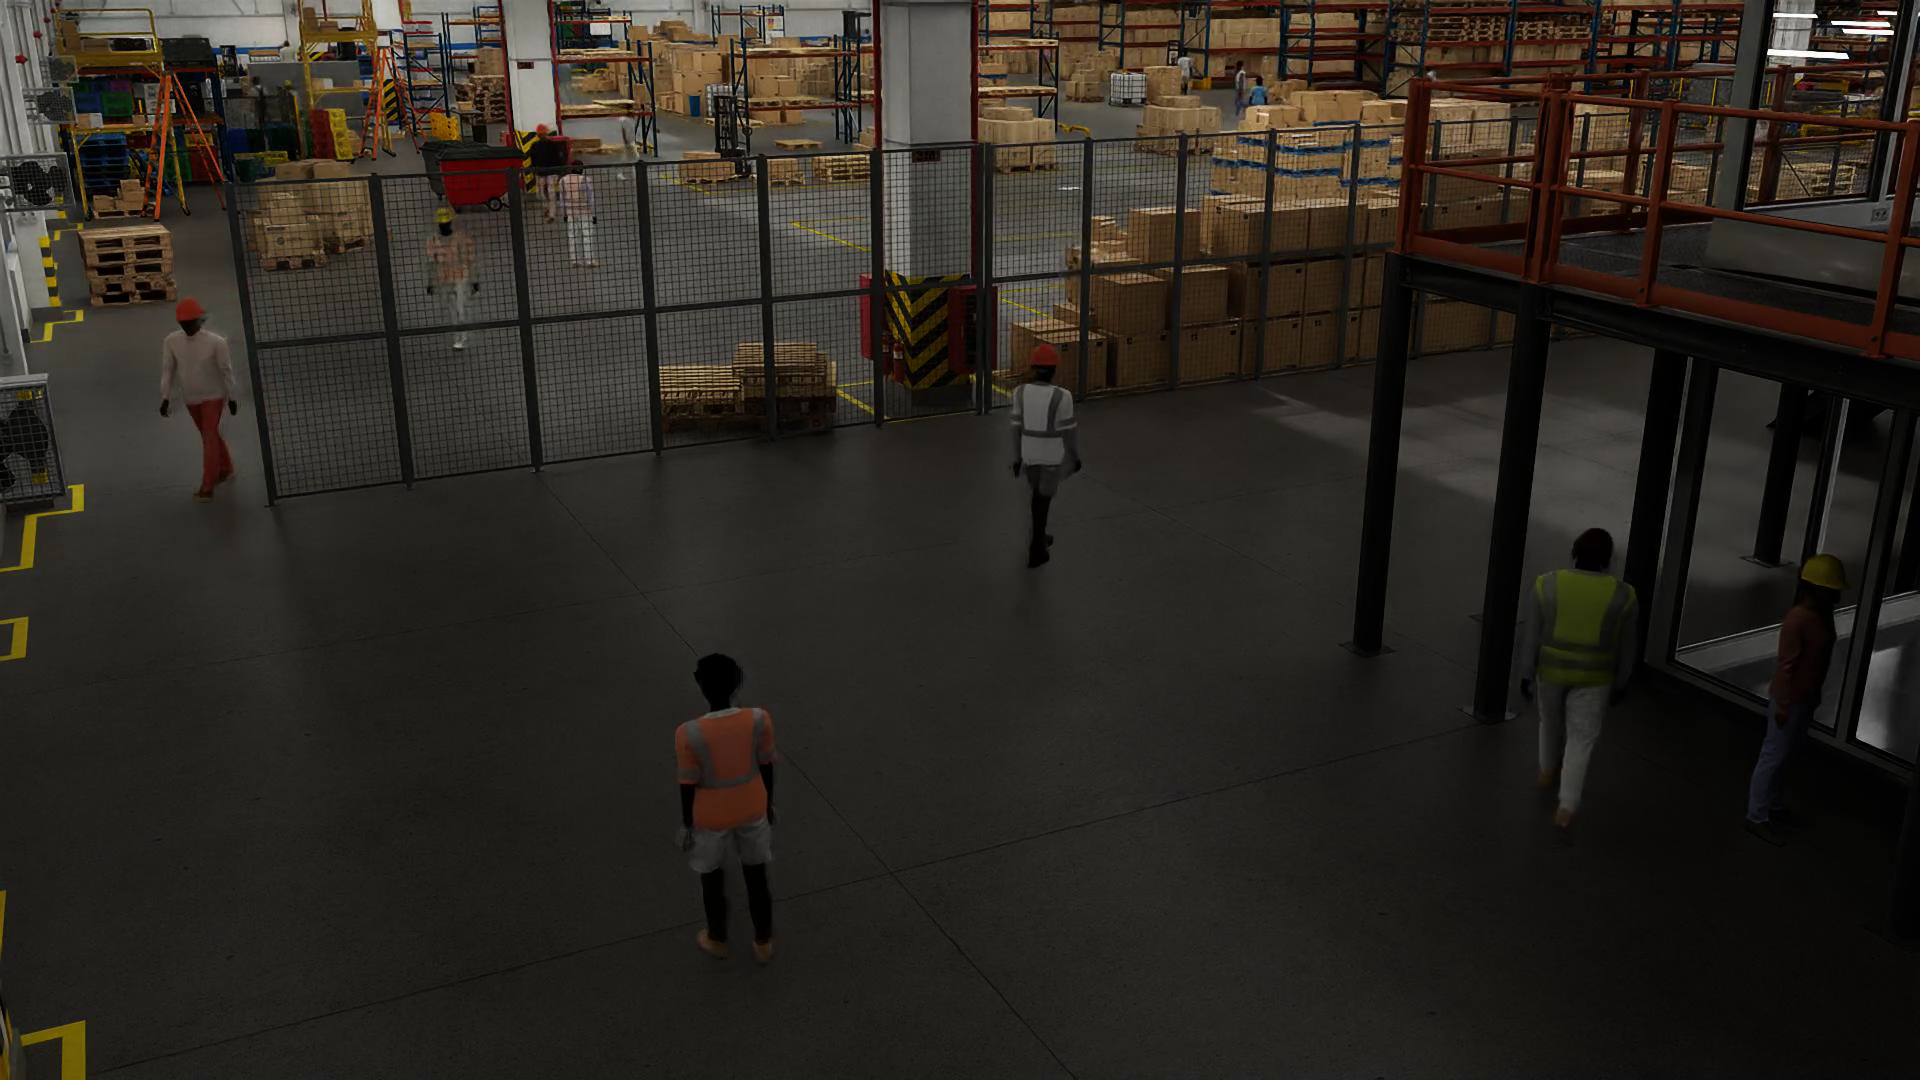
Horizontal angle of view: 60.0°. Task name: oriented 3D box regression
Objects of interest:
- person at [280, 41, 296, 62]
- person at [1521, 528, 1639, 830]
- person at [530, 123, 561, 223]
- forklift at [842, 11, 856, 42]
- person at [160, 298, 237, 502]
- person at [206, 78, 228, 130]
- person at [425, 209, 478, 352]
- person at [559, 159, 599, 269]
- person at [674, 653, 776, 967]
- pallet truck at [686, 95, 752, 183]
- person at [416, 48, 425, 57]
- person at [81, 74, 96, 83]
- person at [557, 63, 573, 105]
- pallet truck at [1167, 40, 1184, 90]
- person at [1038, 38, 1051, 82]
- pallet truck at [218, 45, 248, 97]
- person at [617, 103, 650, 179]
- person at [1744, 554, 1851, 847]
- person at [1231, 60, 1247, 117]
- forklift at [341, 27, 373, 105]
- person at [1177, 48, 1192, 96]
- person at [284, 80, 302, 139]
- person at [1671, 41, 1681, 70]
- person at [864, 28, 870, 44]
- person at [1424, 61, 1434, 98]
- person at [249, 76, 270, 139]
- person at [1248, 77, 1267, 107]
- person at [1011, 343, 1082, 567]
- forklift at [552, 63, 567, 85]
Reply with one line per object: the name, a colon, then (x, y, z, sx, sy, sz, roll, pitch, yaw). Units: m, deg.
person: (-28.547, -20.235, 70.760, 0.628, 1.933, 0.378, -8, 21, -23)
person: (3.692, 0.807, 9.984, 0.625, 1.798, 0.972, 8, 21, 23)
person: (-8.294, -7.350, 33.341, 0.617, 1.982, 0.466, 1, 19, 4)
forklift: (-5.546, -25.072, 83.349, 1.873, 2.768, 1.129, -9, 21, -25)
person: (-7.368, -1.390, 16.135, 0.629, 1.941, 1.045, 2, 19, 6)
person: (-23.461, -13.921, 52.531, 0.574, 1.883, 0.360, -6, 20, -18)
person: (-6.815, -3.448, 22.154, 0.621, 1.883, 0.922, 0, 19, 1)
person: (-6.467, -5.542, 28.304, 0.633, 1.842, 0.429, 4, 20, 13)
person: (-1.188, 1.385, 8.499, 0.548, 1.671, 0.550, -11, 22, -30)
pallet truck: (-5.836, -9.608, 39.856, 0.823, 1.965, 1.885, 10, 22, 27)
person: (-25.806, -23.146, 79.205, 0.578, 1.925, 0.417, -2, 19, -6)
person: (-30.730, -15.954, 58.810, 0.522, 1.626, 0.532, -13, 23, -34)
person: (-14.320, -16.551, 60.161, 0.652, 1.888, 1.038, -18, 26, -41)
pallet truck: (9.045, -19.971, 69.895, 0.823, 1.965, 1.885, -3, 19, -8)
person: (3.779, -21.564, 74.689, 0.637, 1.889, 0.566, -8, 21, -23)
pallet truck: (-28.879, -18.665, 66.111, 0.823, 1.965, 1.885, -3, 19, -9)
person: (-7.967, -9.580, 40.057, 0.993, 1.823, 0.518, 15, 24, 36)
person: (4.907, 0.915, 9.701, 0.534, 1.767, 0.319, -17, 25, -40)
person: (9.586, -15.381, 56.741, 0.510, 1.904, 0.591, 1, 19, 3)
forklift: (-22.275, -17.346, 60.954, 1.873, 2.768, 1.129, -9, 21, -25)
person: (8.667, -18.002, 64.244, 0.601, 1.953, 0.410, 0, 19, -1)
person: (-19.988, -12.814, 49.582, 0.838, 1.708, 0.505, 8, 21, 22)
person: (33.957, -23.048, 79.004, 0.486, 1.919, 0.671, -7, 20, -20)
person: (-4.848, -25.431, 85.846, 0.738, 1.919, 0.633, -6, 20, -16)
person: (15.917, -15.282, 56.475, 0.983, 1.892, 0.560, 0, 19, 1)
person: (-21.087, -12.976, 49.899, 0.906, 1.806, 0.543, 12, 22, 31)
person: (9.268, -13.574, 51.863, 0.553, 1.643, 0.859, -2, 19, -5)
person: (0.770, -0.752, 14.325, 0.549, 1.907, 0.797, 12, 22, 31)
forklift: (-17.985, -20.985, 71.501, 1.873, 2.768, 1.129, -15, 24, -37)
